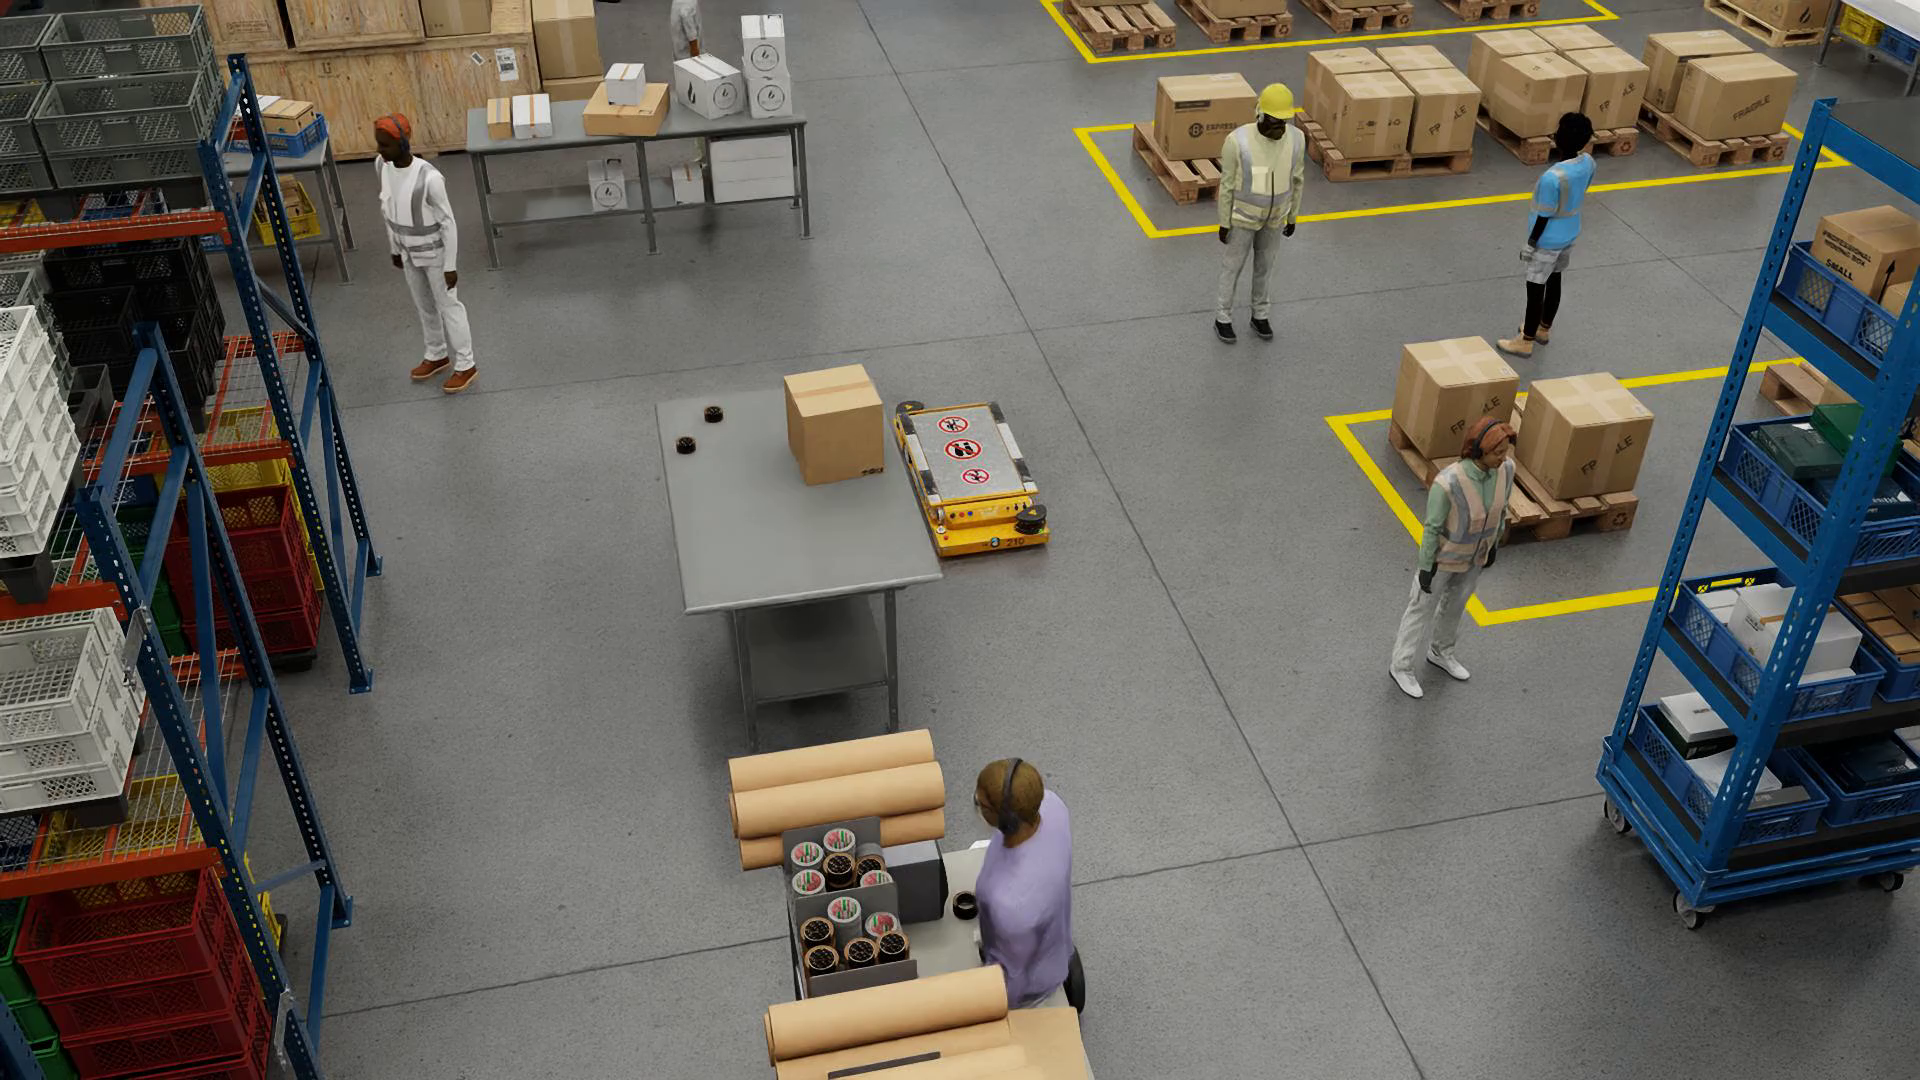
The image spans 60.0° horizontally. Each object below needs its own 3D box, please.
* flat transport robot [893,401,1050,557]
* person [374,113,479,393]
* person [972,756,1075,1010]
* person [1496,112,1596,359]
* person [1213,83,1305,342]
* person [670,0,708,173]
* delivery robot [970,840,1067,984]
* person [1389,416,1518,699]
[{"bbox_3d":[0.046,-0.430,10.108,0.652,0.197,1.431,-8,37,-10],"label":"flat transport robot"},{"bbox_3d":[-3.437,-1.830,10.649,0.576,1.881,0.352,22,42,27],"label":"person"},{"bbox_3d":[0.221,1.536,6.092,0.385,1.931,0.639,9,38,12],"label":"person"},{"bbox_3d":[3.926,-2.023,11.063,0.535,1.697,0.318,-30,46,-34],"label":"person"},{"bbox_3d":[2.014,-2.192,11.189,0.595,1.827,0.403,-8,37,-11],"label":"person"},{"bbox_3d":[-2.160,-3.711,13.188,0.335,1.873,0.520,-6,37,-9],"label":"person"},{"bbox_3d":[0.234,1.591,7.081,0.477,0.478,0.707,-5,37,-6],"label":"delivery robot"},{"bbox_3d":[2.473,0.085,8.287,0.516,1.633,0.317,-17,40,-22],"label":"person"}]
